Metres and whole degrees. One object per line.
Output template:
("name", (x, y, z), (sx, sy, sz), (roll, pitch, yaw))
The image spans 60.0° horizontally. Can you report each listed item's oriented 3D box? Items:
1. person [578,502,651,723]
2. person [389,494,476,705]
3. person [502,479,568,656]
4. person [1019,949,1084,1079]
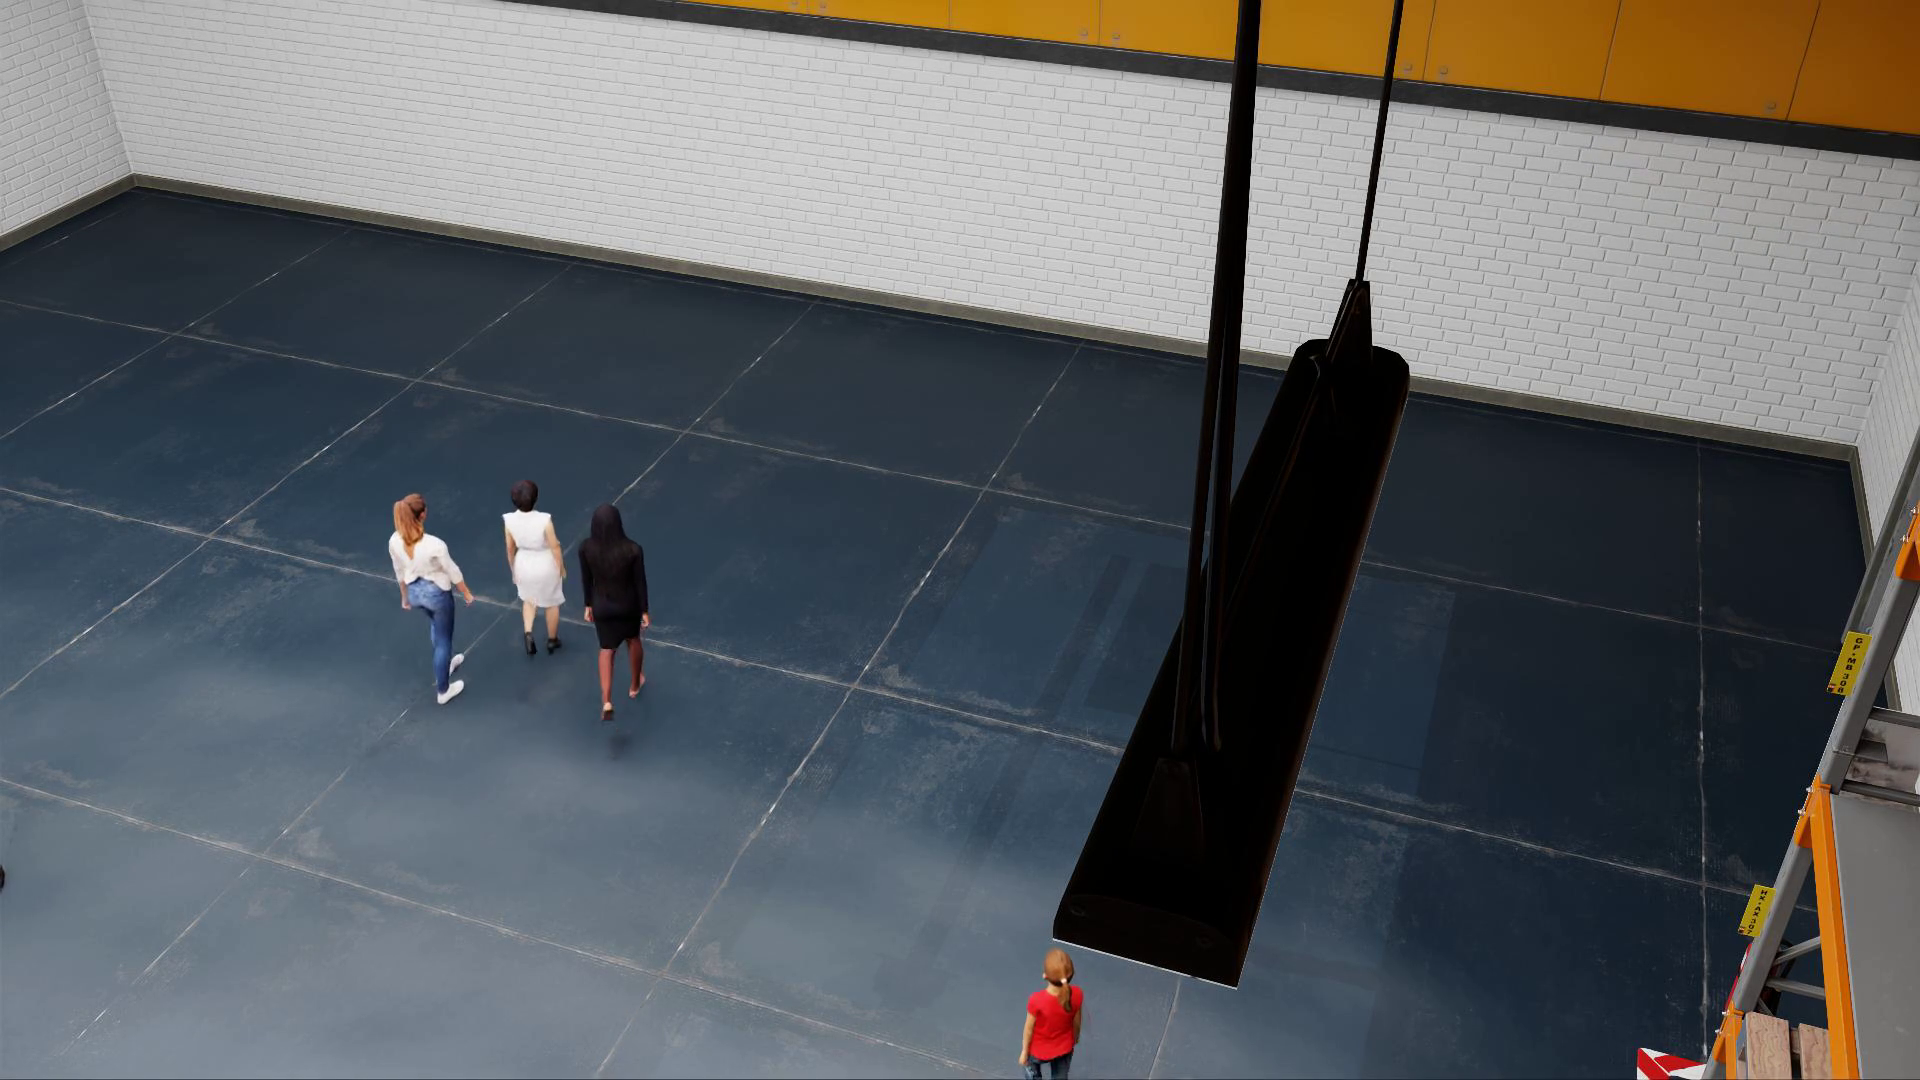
("person", (-2.456, 0.546, 11.817), (0.861, 1.702, 1.085), (0, 34, 0))
("person", (-3.829, 0.467, 11.931), (0.635, 1.708, 0.729), (14, 36, 20))
("person", (-3.164, 0.261, 12.389), (0.658, 1.544, 0.777), (4, 34, 5))
("person", (0.508, 2.747, 8.869), (0.598, 1.300, 0.639), (-9, 35, -13))
